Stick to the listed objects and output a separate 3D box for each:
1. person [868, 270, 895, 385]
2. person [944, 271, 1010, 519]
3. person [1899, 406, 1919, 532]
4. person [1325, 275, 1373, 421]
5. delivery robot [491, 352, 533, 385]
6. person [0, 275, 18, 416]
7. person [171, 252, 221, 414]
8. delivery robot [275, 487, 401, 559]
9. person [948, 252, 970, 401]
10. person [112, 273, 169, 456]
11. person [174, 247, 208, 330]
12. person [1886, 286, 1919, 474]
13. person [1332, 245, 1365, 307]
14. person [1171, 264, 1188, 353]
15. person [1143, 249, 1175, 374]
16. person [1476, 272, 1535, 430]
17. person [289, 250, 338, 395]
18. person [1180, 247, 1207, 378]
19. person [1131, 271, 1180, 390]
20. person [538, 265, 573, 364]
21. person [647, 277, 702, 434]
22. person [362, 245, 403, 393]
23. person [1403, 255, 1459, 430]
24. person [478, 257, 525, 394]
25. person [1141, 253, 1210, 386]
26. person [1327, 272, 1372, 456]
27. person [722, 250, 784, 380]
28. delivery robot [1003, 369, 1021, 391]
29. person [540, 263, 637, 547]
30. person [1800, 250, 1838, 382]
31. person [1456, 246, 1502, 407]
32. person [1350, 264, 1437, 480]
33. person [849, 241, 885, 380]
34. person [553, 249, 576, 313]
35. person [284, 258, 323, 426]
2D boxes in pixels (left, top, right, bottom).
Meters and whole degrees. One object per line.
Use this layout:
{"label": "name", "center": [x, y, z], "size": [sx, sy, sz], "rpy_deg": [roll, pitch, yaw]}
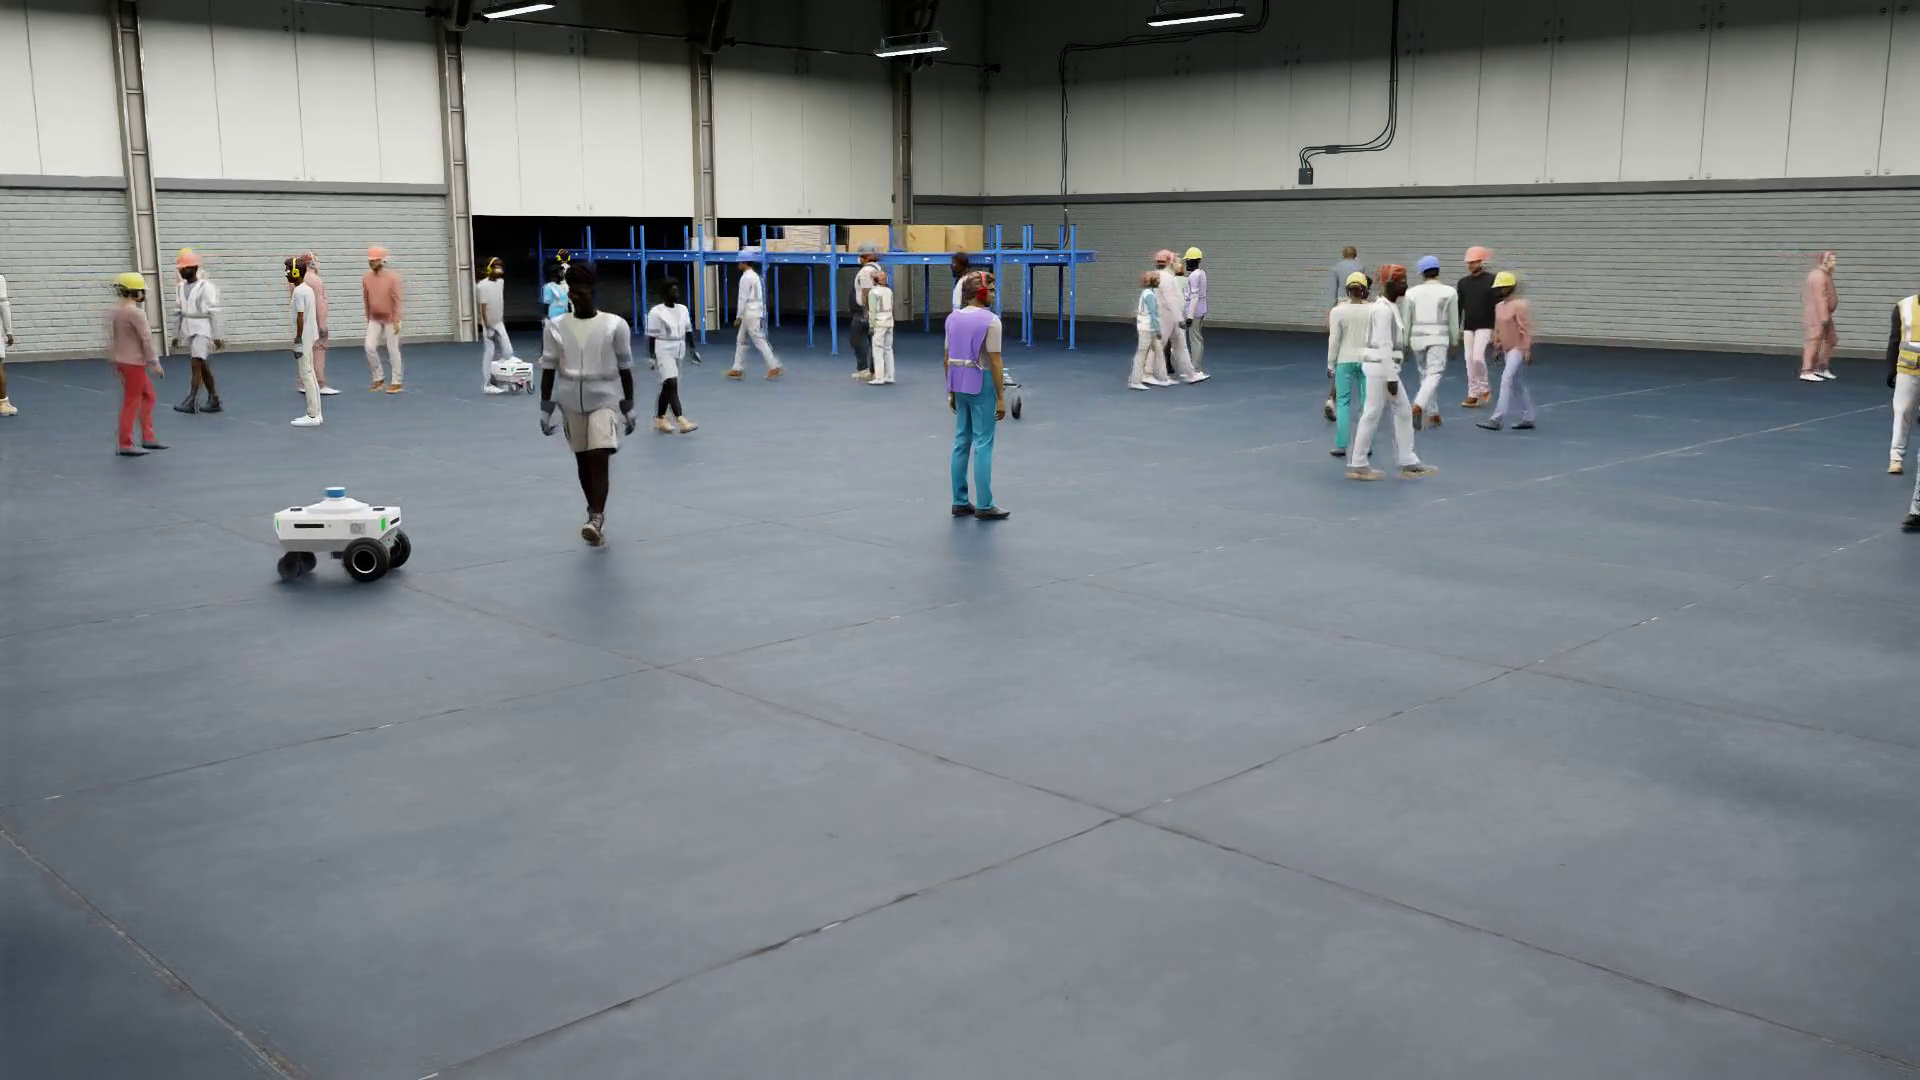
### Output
{"label": "person", "center": [-1.125, -3.030, 23.708], "size": [0.338, 1.618, 0.519], "rpy_deg": [6, 12, 31]}
{"label": "person", "center": [0.107, -1.087, 12.489], "size": [0.373, 1.841, 0.571], "rpy_deg": [-10, 14, -42]}
{"label": "person", "center": [7.056, -0.941, 11.756], "size": [0.403, 1.821, 0.618], "rpy_deg": [-4, 11, -23]}
{"label": "person", "center": [4.439, -2.151, 18.814], "size": [0.535, 1.678, 0.778], "rpy_deg": [10, 14, 43]}
{"label": "delivery robot", "center": [-6.075, -2.300, 22.484], "size": [0.477, 0.478, 0.707], "rpy_deg": [-9, 14, -41]}
{"label": "person", "center": [-11.461, -2.478, 19.537], "size": [0.615, 2.038, 0.395], "rpy_deg": [-2, 11, -11]}
{"label": "person", "center": [-9.145, -2.439, 19.705], "size": [0.566, 1.899, 0.896], "rpy_deg": [5, 11, 24]}
{"label": "delivery robot", "center": [-3.895, -0.088, 10.421], "size": [0.707, 0.478, 0.477], "rpy_deg": [0, 10, -1]}
{"label": "person", "center": [0.034, -2.725, 21.277], "size": [0.447, 1.904, 0.591], "rpy_deg": [-1, 10, -7]}
{"label": "person", "center": [-7.914, -1.699, 16.104], "size": [0.525, 1.745, 0.671], "rpy_deg": [10, 14, 43]}
{"label": "person", "center": [-13.097, -4.036, 28.417], "size": [0.582, 1.909, 0.531], "rpy_deg": [0, 10, -2]}
{"label": "person", "center": [8.564, -1.497, 14.763], "size": [0.629, 1.837, 0.429], "rpy_deg": [6, 12, 29]}
{"label": "person", "center": [7.137, -4.441, 30.557], "size": [0.653, 1.925, 0.482], "rpy_deg": [8, 13, 38]}
{"label": "person", "center": [3.908, -4.195, 30.016], "size": [0.507, 1.631, 0.276], "rpy_deg": [0, 10, 2]}
{"label": "person", "center": [3.023, -3.472, 25.355], "size": [0.545, 1.909, 0.912], "rpy_deg": [6, 12, 31]}
{"label": "person", "center": [5.974, -2.051, 18.134], "size": [0.845, 1.712, 0.530], "rpy_deg": [-2, 11, -9]}
{"label": "person", "center": [-8.622, -2.896, 22.186], "size": [0.651, 1.906, 0.403], "rpy_deg": [8, 13, 38]}
{"label": "person", "center": [3.479, -3.381, 24.768], "size": [0.370, 1.929, 0.585], "rpy_deg": [4, 11, 19]}
{"label": "person", "center": [2.694, -2.856, 22.765], "size": [0.752, 1.615, 0.525], "rpy_deg": [1, 10, 7]}
{"label": "person", "center": [-6.416, -3.562, 26.520], "size": [0.924, 1.647, 0.537], "rpy_deg": [4, 11, 22]}
{"label": "person", "center": [-3.017, -1.953, 17.724], "size": [0.843, 1.657, 0.553], "rpy_deg": [7, 12, 33]}
{"label": "person", "center": [-7.748, -2.951, 22.319], "size": [0.611, 1.974, 0.564], "rpy_deg": [2, 11, 12]}
{"label": "person", "center": [5.134, -2.166, 18.238], "size": [0.615, 1.904, 0.927], "rpy_deg": [8, 13, 36]}
{"label": "person", "center": [-6.168, -2.856, 22.194], "size": [0.718, 1.818, 0.581], "rpy_deg": [6, 12, 29]}
{"label": "person", "center": [3.012, -3.106, 23.484], "size": [0.963, 1.867, 0.655], "rpy_deg": [3, 11, 17]}
{"label": "person", "center": [3.791, -1.690, 16.014], "size": [0.533, 1.760, 0.329], "rpy_deg": [0, 10, -2]}
{"label": "person", "center": [-3.029, -3.304, 24.433], "size": [0.950, 1.910, 0.606], "rpy_deg": [1, 10, 3]}
{"label": "delivery robot", "center": [0.512, -1.904, 19.614], "size": [0.335, 0.223, 0.698], "rpy_deg": [3, 11, 14]}
{"label": "person", "center": [-2.577, -0.915, 11.361], "size": [0.610, 1.909, 1.001], "rpy_deg": [1, 10, 4]}
{"label": "person", "center": [12.581, -3.242, 24.125], "size": [0.623, 1.888, 0.662], "rpy_deg": [6, 12, 29]}
{"label": "person", "center": [6.349, -2.617, 20.494], "size": [0.457, 1.971, 0.651], "rpy_deg": [-8, 13, -36]}
{"label": "person", "center": [3.796, -1.434, 14.356], "size": [0.842, 1.850, 0.598], "rpy_deg": [4, 11, 23]}
{"label": "person", "center": [-1.366, -3.346, 24.389], "size": [0.559, 2.000, 0.697], "rpy_deg": [4, 11, 22]}
{"label": "person", "center": [-7.291, -4.437, 30.721], "size": [0.519, 1.865, 0.318], "rpy_deg": [-8, 13, -37]}
{"label": "person", "center": [-7.375, -2.221, 18.649], "size": [0.330, 1.860, 0.504], "rpy_deg": [-2, 11, -11]}
